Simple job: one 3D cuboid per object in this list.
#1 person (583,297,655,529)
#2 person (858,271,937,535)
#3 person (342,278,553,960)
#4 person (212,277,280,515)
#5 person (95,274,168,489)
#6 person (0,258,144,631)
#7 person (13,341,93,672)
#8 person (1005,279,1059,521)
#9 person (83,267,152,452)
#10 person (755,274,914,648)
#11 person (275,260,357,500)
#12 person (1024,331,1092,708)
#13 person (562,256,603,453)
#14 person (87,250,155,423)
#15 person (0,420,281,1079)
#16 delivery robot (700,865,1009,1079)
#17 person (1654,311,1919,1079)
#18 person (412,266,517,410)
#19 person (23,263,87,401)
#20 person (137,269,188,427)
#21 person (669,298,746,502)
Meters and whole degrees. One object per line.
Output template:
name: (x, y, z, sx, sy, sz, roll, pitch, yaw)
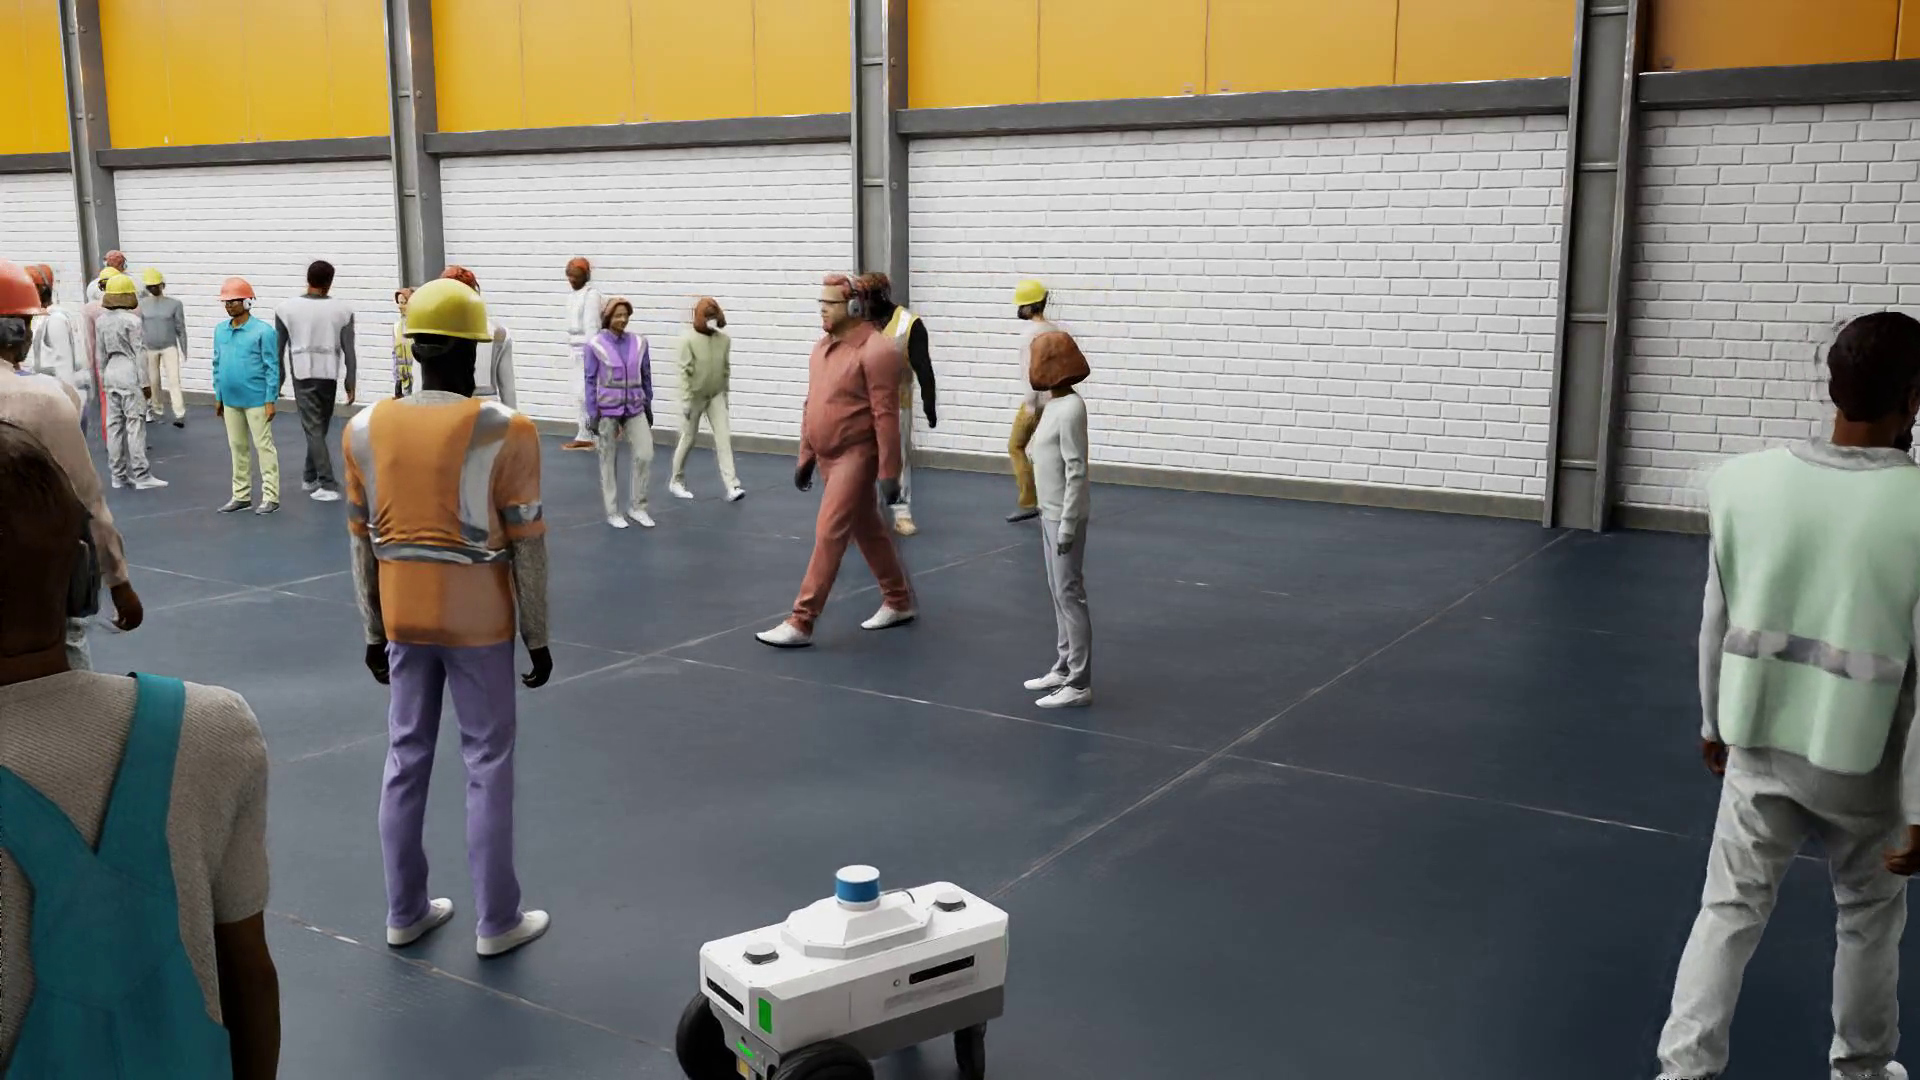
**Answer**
person: (-2.342, -0.869, 11.581, 0.546, 1.619, 0.529, -8, 13, -36)
person: (-0.530, -0.920, 11.343, 0.730, 1.820, 0.530, 3, 11, 15)
person: (-1.442, 0.223, 4.749, 0.588, 1.916, 0.414, 2, 11, 13)
person: (-5.296, -1.062, 12.312, 0.560, 1.752, 0.325, 3, 11, 17)
person: (-6.805, -1.289, 13.596, 0.486, 1.744, 0.310, 4, 11, 22)
person: (-2.880, 0.106, 5.253, 0.648, 1.955, 0.914, 4, 11, 20)
person: (-3.515, 0.004, 6.189, 0.404, 1.829, 0.600, 4, 11, 23)
person: (0.538, -0.981, 11.877, 0.565, 1.733, 0.561, 7, 13, 35)
person: (-8.092, -1.728, 15.970, 0.534, 1.765, 0.323, -3, 11, -14)
person: (-0.608, -0.404, 8.386, 0.990, 1.850, 0.663, -7, 12, -33)
person: (-5.095, -1.265, 13.158, 0.585, 1.855, 0.919, -7, 13, -35)
person: (0.428, -0.088, 7.245, 0.280, 1.631, 0.507, -1, 10, -6)
person: (-3.548, -1.746, 15.786, 0.405, 1.869, 0.675, -7, 12, -35)
person: (-9.225, -2.225, 18.327, 0.638, 1.911, 0.402, -6, 12, -30)
person: (-0.991, 0.781, 1.850, 0.345, 1.845, 0.508, 7, 12, 33)
delivery robot: (-0.235, 1.008, 3.903, 0.707, 0.478, 0.477, -7, 12, -34)
person: (1.836, 0.450, 3.602, 0.931, 1.883, 0.607, -9, 14, -41)
person: (-2.791, -0.600, 9.415, 0.580, 1.879, 0.350, -8, 13, -36)
person: (-6.131, -0.925, 11.235, 0.451, 1.864, 0.613, -5, 12, -27)
person: (-8.699, -2.072, 18.082, 0.549, 1.728, 0.909, -4, 11, -21)
person: (-1.970, -1.074, 12.854, 0.537, 1.582, 0.881, -9, 14, -41)
